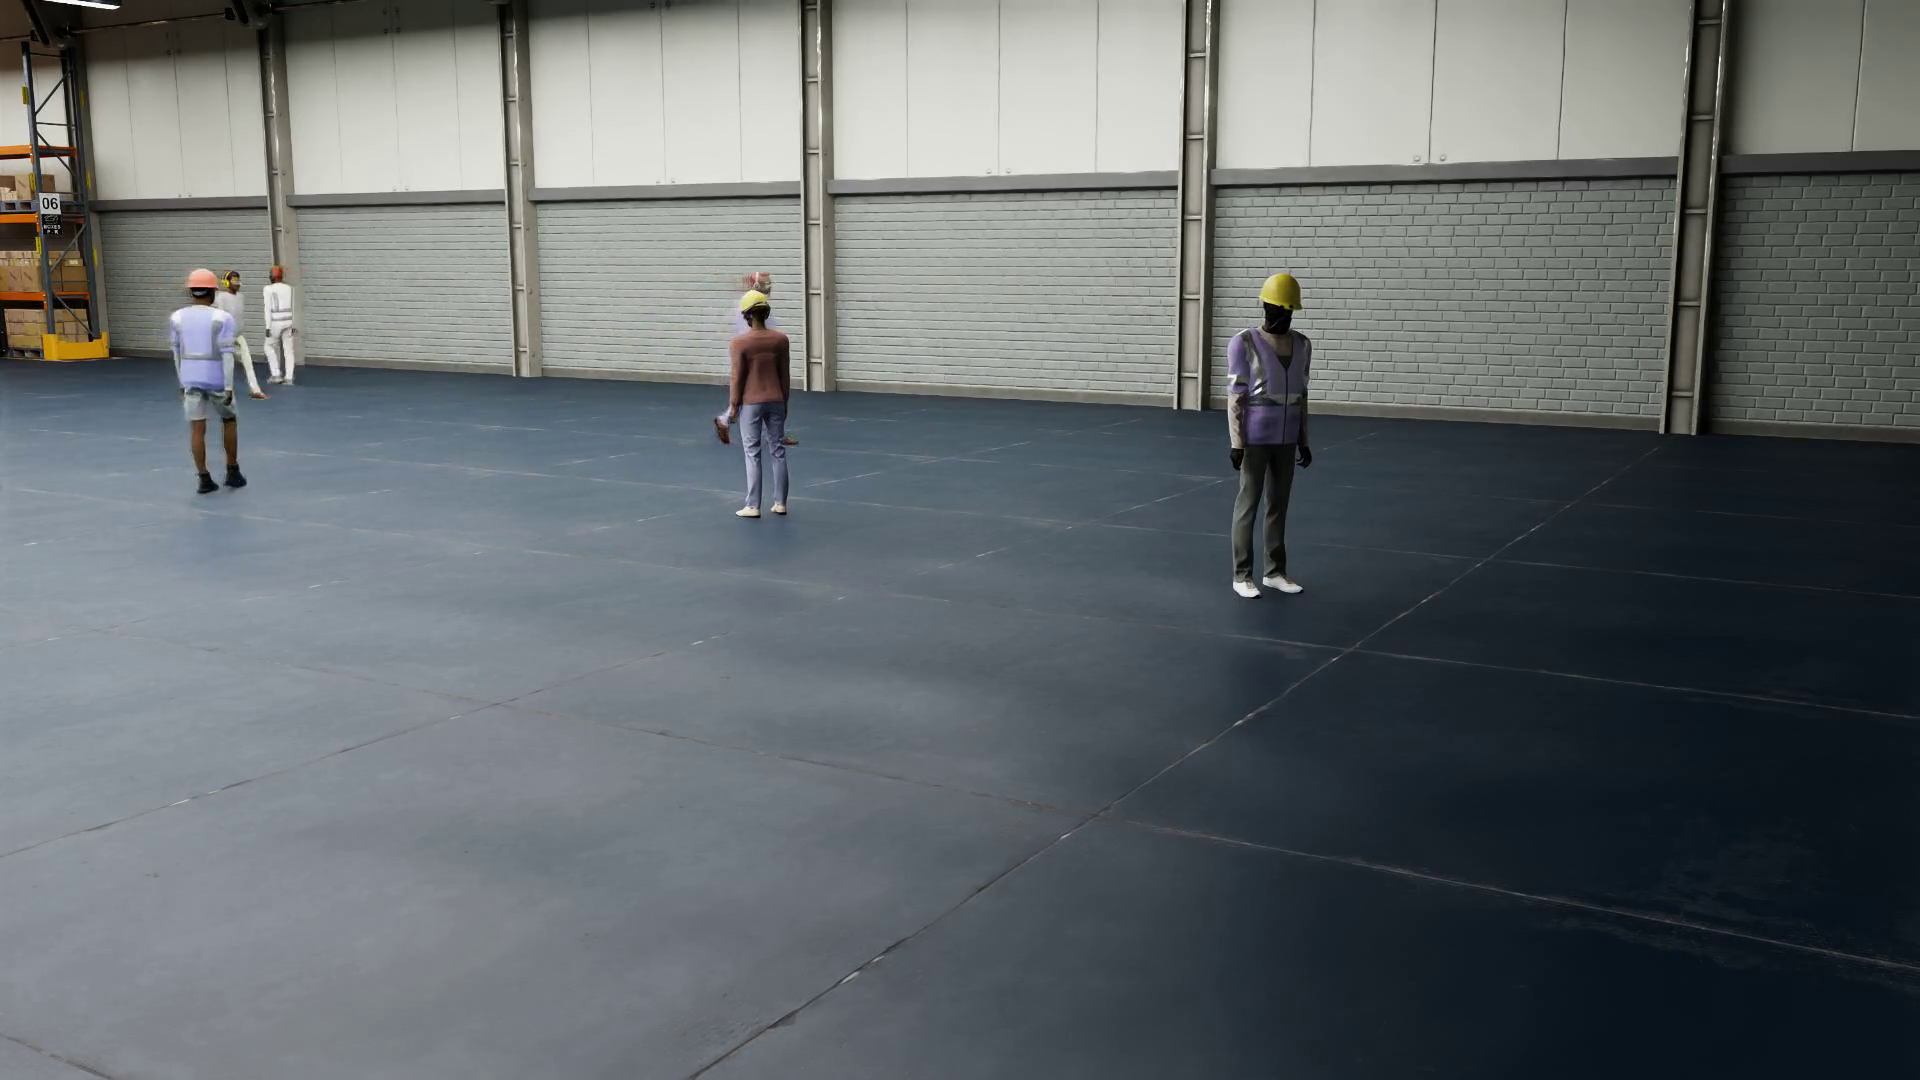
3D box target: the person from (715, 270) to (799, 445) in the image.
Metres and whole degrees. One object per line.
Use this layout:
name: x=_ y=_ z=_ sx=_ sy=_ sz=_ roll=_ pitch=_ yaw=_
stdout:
person: x=-2.173 y=-1.929 z=17.705 sx=0.813 sy=1.883 sz=0.661 roll=0 pitch=10 yaw=3

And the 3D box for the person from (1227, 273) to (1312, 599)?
person: x=1.856 y=-0.618 z=9.907 sx=0.585 sy=1.921 sz=0.373 roll=-5 pitch=11 yaw=-27

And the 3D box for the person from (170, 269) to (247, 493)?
person: x=-6.483 y=-1.373 z=14.380 sx=0.550 sy=1.909 sz=0.735 roll=-1 pitch=10 yaw=-5

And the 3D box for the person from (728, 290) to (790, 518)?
person: x=-1.559 y=-1.048 z=12.903 sx=0.523 sy=1.760 sz=0.325 roll=-7 pitch=12 yaw=-36

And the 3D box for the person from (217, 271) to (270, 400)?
person: x=-10.284 y=-2.885 z=23.502 sx=0.990 sy=1.823 sz=0.553 roll=4 pitch=10 yaw=21

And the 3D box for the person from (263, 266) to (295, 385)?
person: x=-10.744 y=-3.366 z=26.146 sx=0.602 sy=1.865 sz=0.615 roll=5 pitch=11 yaw=29
